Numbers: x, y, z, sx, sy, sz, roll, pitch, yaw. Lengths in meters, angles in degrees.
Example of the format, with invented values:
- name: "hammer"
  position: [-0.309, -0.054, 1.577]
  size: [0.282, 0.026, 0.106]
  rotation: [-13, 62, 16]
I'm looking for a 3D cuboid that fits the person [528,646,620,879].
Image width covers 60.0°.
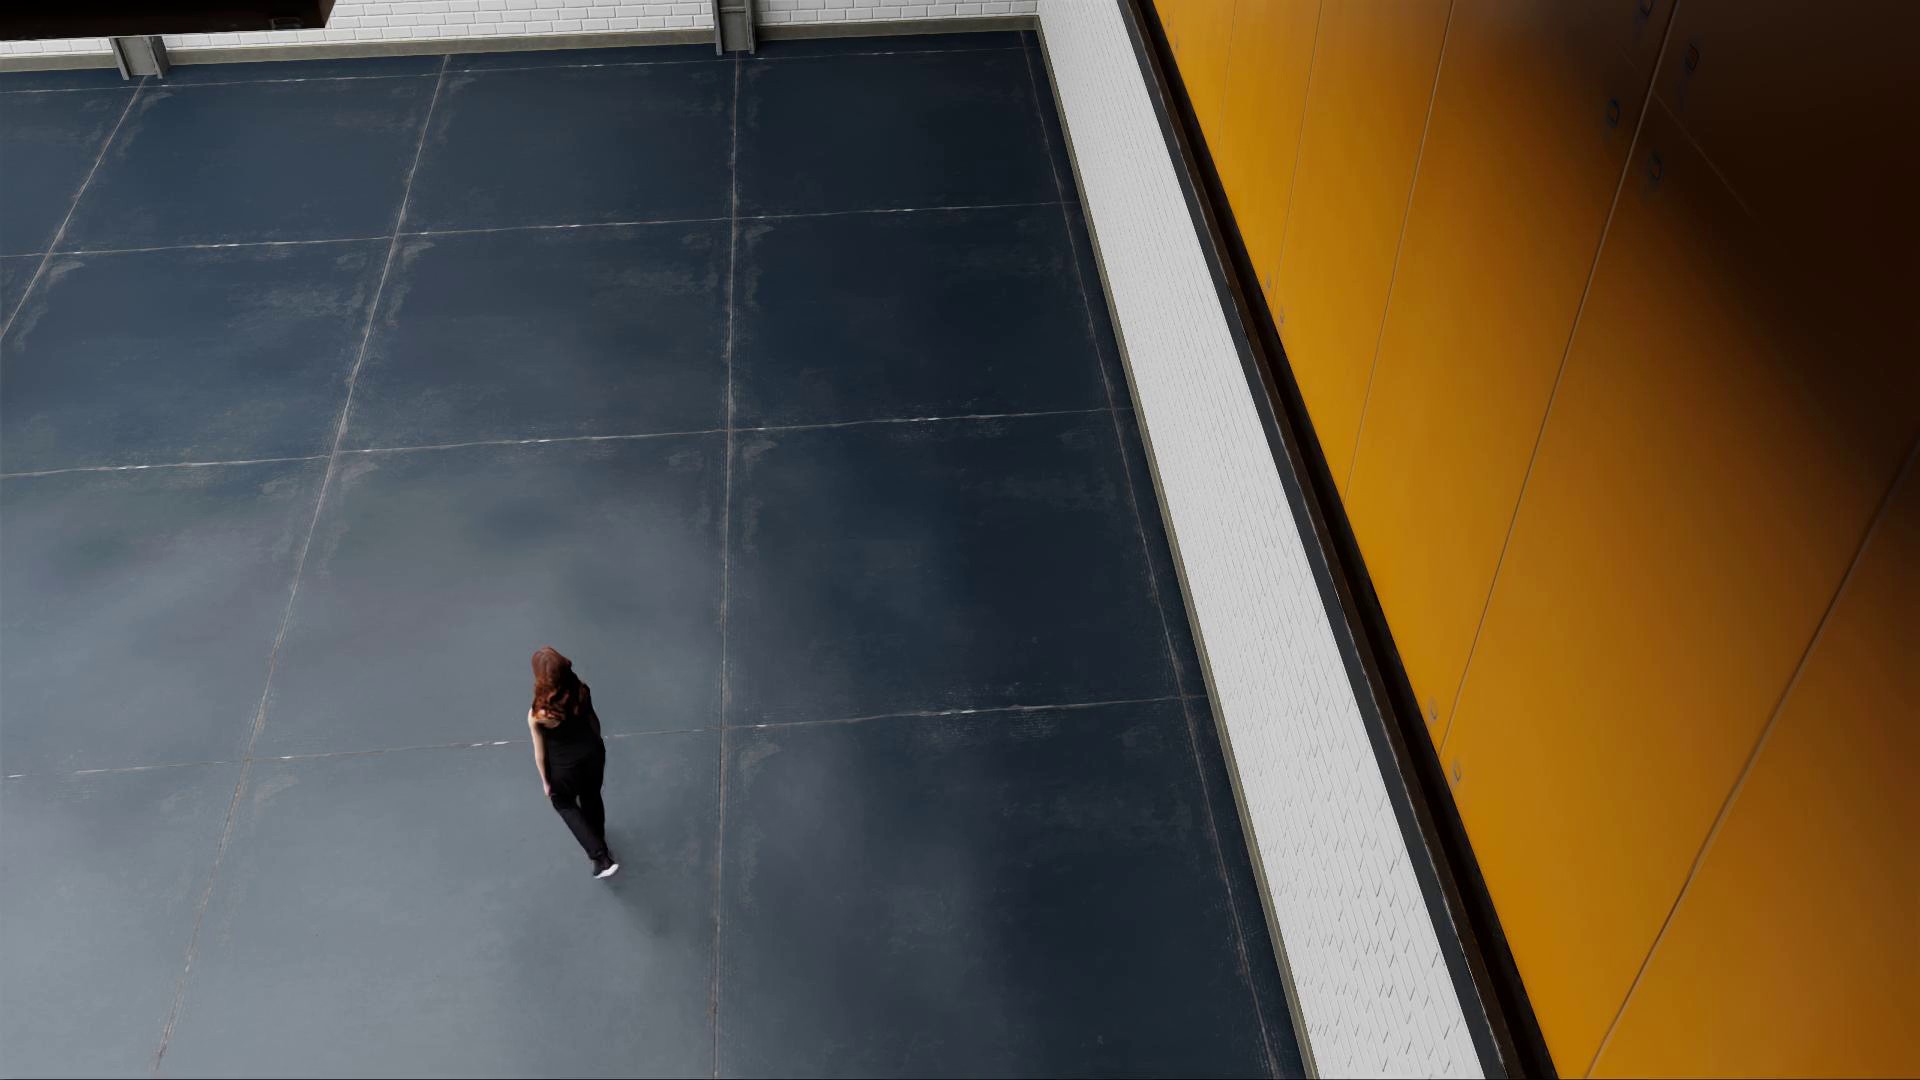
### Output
- name: "person"
  position: [-2.118, 1.298, 9.365]
  size: [0.859, 1.731, 0.886]
  rotation: [-31, 52, -28]
